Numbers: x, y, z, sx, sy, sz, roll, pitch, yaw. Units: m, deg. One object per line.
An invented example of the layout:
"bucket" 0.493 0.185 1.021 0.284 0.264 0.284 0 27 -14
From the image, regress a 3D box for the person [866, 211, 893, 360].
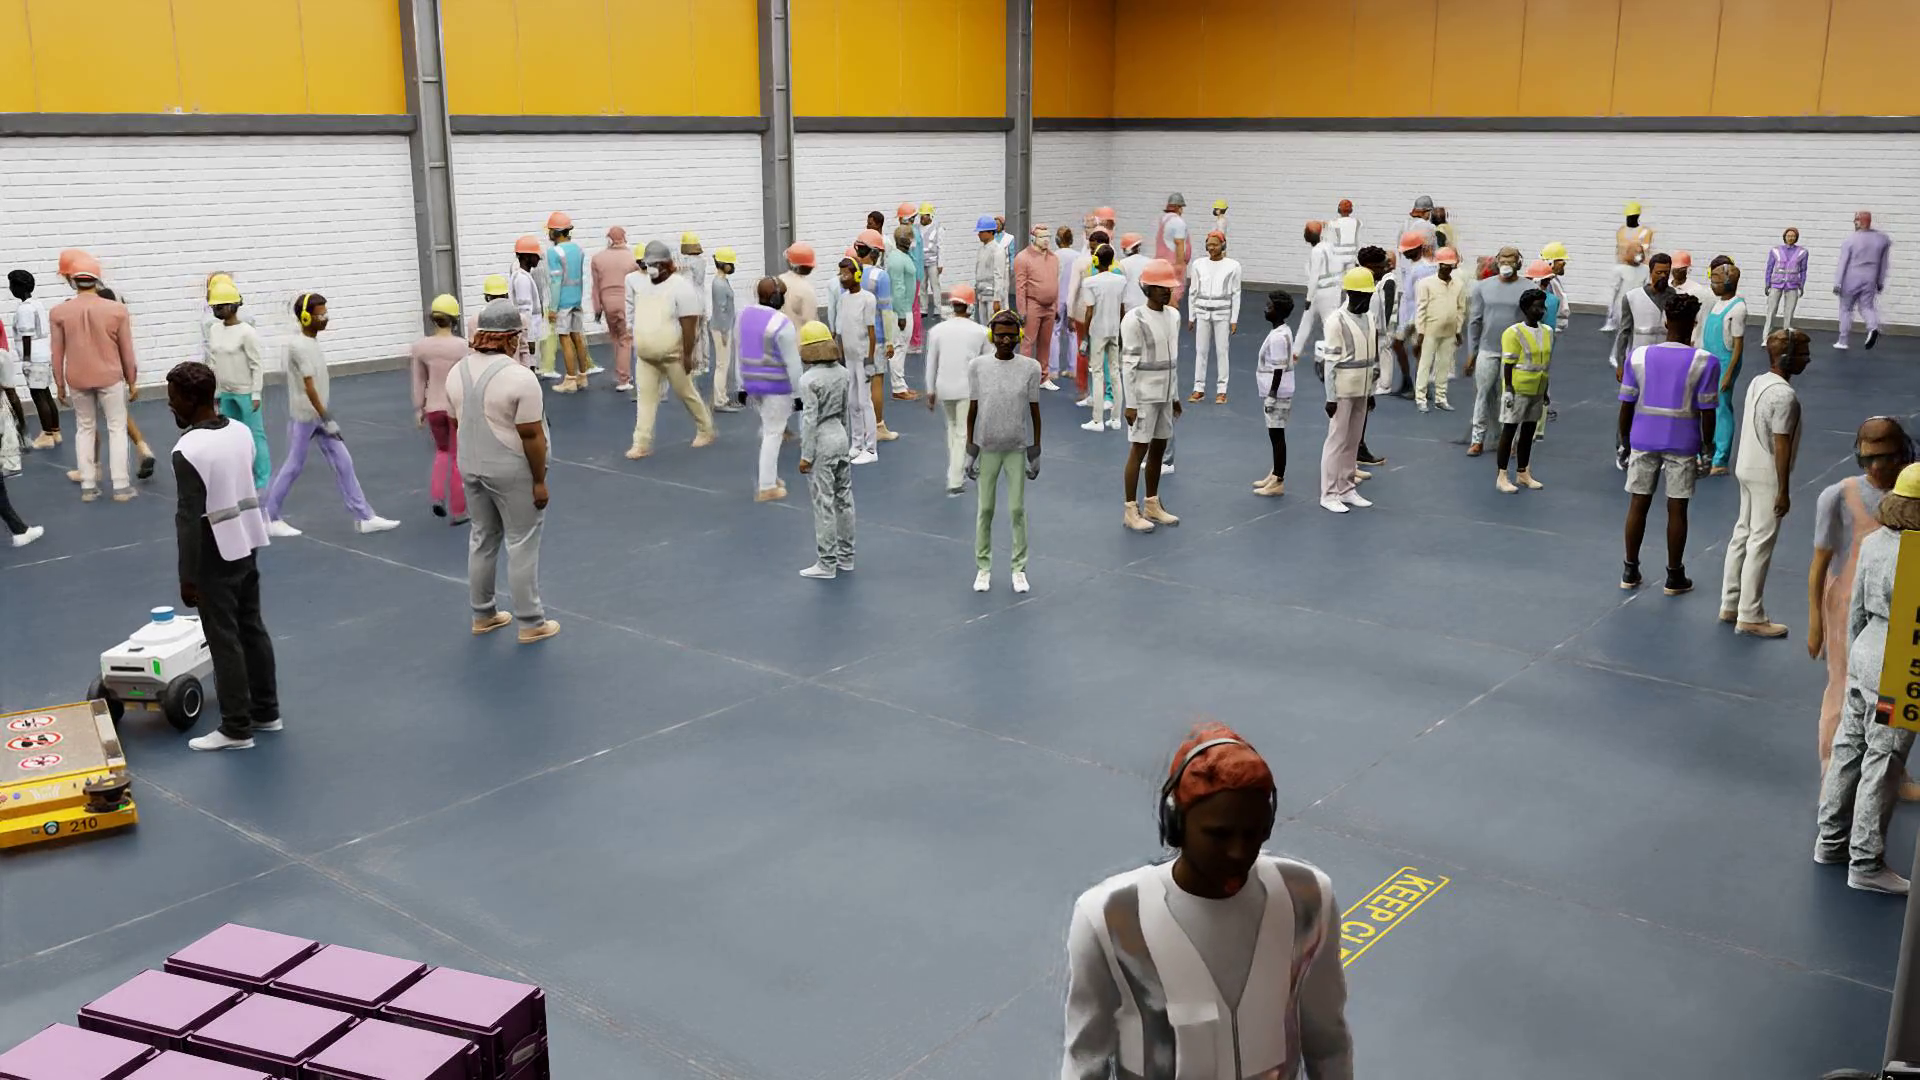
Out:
"person" -1.049 -3.291 21.571 0.391 1.920 0.587 -7 16 -26

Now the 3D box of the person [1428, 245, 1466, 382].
"person" 5.687 -2.682 19.761 0.677 1.610 0.512 -5 15 -19

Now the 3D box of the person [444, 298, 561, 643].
"person" -2.679 -0.426 9.876 0.683 2.000 0.536 8 16 28

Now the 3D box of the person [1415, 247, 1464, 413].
"person" 5.104 -2.232 17.676 0.560 1.752 0.326 -4 15 -17

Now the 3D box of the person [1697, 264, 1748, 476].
"person" 6.609 -1.475 14.480 0.343 1.839 0.506 0 14 1

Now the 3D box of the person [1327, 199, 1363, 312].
"person" 5.938 -4.325 25.777 0.576 1.882 0.362 -2 14 -9

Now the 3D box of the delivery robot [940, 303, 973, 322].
"delivery robot" -0.047 -3.241 23.948 0.477 0.478 0.707 -4 15 -14

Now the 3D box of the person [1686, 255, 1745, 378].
"person" 6.867 -1.662 15.177 0.514 1.865 0.328 11 18 37

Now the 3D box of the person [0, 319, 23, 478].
"person" -8.423 -1.409 14.416 0.352 1.740 0.575 -11 18 -36

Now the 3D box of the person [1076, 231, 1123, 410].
"person" 1.540 -2.352 17.837 0.395 1.912 0.590 -7 16 -27

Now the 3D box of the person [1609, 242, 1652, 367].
"person" 8.311 -2.901 20.670 0.502 1.597 0.843 -2 14 -8

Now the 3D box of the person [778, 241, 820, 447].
"person" -1.512 -1.841 15.699 0.443 1.954 0.645 -12 19 -40

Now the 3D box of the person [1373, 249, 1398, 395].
"person" 4.792 -2.463 18.826 0.311 1.642 0.513 1 14 5

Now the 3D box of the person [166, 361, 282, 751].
"person" -3.595 0.083 8.105 0.397 1.915 0.592 1 14 6

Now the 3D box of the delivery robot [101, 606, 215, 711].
"delivery robot" -4.119 0.588 8.646 0.477 0.478 0.707 1 14 6

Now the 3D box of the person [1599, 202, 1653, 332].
"person" 9.715 -3.945 24.233 0.785 1.900 0.589 -11 18 -38

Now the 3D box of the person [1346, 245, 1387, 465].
"person" 3.645 -1.663 14.972 0.367 1.966 0.606 -2 14 -6

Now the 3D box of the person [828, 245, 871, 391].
"person" -1.128 -2.274 17.844 0.572 1.749 0.341 4 15 15

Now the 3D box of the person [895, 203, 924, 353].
"person" -0.676 -3.499 22.254 0.390 1.990 0.623 -1 14 -3

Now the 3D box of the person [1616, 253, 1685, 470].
"person" 6.107 -1.578 14.727 0.600 1.917 0.376 0 14 -1

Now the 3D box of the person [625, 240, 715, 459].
"person" -2.695 -1.815 15.427 0.691 2.000 1.006 8 16 30

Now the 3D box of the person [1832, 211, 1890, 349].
"person" 12.193 -3.487 22.458 0.687 1.878 0.657 0 14 0

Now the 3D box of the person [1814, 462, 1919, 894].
"person" 3.727 0.535 6.641 0.320 1.740 0.492 0 14 -1

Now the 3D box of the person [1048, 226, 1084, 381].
"person" 1.243 -2.825 19.889 0.524 1.833 0.339 -7 16 -26

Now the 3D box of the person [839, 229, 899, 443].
"person" -0.865 -1.957 16.001 0.606 2.039 0.381 10 17 36

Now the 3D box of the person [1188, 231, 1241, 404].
"person" 2.774 -2.436 18.228 0.575 1.883 0.355 6 15 23

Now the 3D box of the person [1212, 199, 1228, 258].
"person" 4.396 -4.890 28.266 0.301 1.772 0.527 2 14 9

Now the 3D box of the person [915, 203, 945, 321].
"person" -0.512 -4.337 25.945 0.591 1.825 0.403 10 17 34

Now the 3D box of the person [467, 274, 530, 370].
"person" -3.945 -1.395 14.305 0.525 1.769 0.308 -8 16 -28

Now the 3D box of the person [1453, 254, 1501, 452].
"person" 4.923 -1.747 15.592 0.435 1.857 0.574 9 16 31

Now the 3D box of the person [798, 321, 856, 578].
"person" -0.930 -0.606 11.221 0.325 1.734 0.487 9 17 32

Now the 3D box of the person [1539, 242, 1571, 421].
"person" 6.085 -2.157 17.216 0.404 1.833 0.590 6 15 22

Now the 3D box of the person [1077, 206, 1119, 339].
"person" 1.835 -3.353 21.699 0.467 1.971 0.651 8 16 29

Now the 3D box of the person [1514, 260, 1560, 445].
"person" 5.477 -1.784 15.885 0.329 1.751 0.568 11 18 38

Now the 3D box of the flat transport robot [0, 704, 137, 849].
"flat transport robot" -4.218 1.035 7.627 0.652 0.197 1.431 -8 16 -30

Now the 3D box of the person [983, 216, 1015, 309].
"person" 0.583 -4.134 25.507 0.511 1.641 0.308 2 14 8

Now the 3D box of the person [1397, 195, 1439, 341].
"person" 6.520 -3.846 23.542 0.536 2.000 0.688 -5 15 -18

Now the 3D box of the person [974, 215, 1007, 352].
"person" 0.354 -2.953 20.180 0.417 1.940 0.607 -6 15 -23

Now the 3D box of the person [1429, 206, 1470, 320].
"person" 7.292 -4.112 25.067 0.731 1.818 0.639 7 16 27

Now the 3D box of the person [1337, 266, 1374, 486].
"person" 3.356 -1.394 14.140 0.345 1.846 0.508 8 16 30
